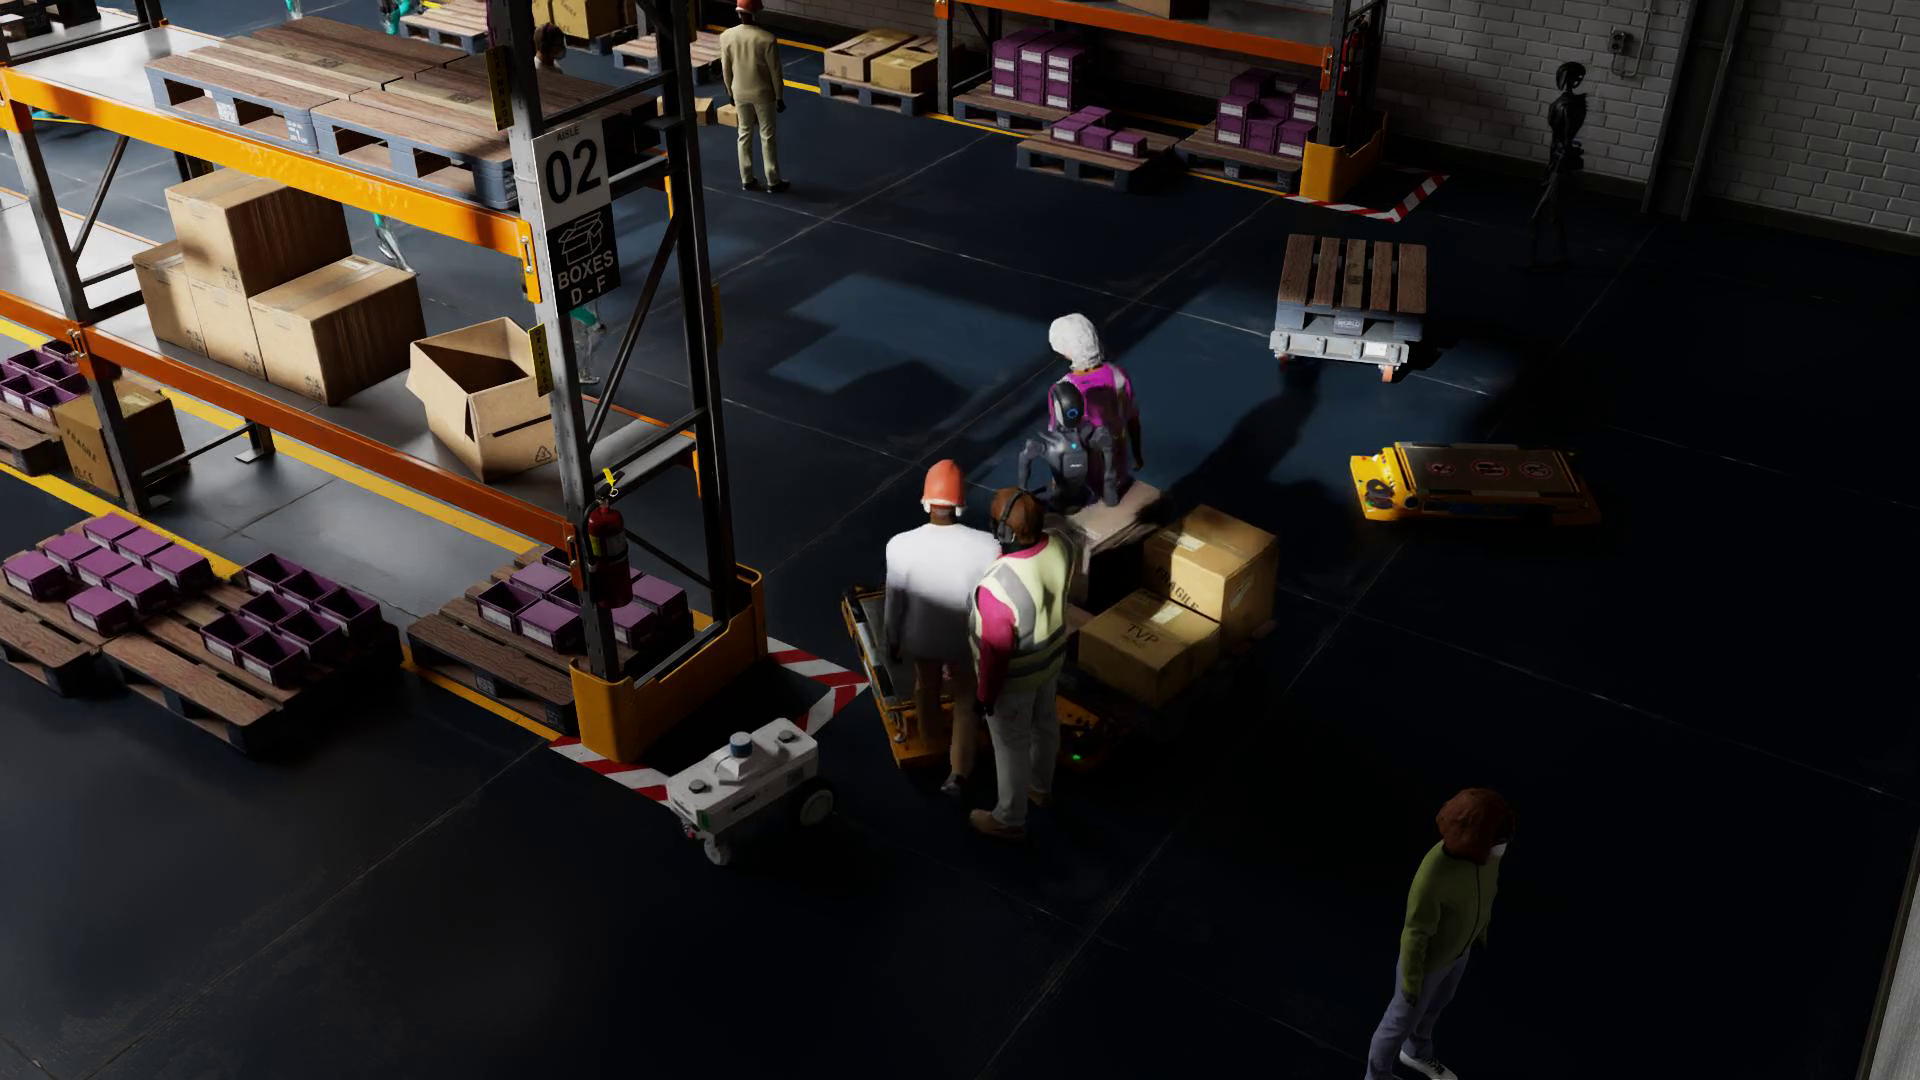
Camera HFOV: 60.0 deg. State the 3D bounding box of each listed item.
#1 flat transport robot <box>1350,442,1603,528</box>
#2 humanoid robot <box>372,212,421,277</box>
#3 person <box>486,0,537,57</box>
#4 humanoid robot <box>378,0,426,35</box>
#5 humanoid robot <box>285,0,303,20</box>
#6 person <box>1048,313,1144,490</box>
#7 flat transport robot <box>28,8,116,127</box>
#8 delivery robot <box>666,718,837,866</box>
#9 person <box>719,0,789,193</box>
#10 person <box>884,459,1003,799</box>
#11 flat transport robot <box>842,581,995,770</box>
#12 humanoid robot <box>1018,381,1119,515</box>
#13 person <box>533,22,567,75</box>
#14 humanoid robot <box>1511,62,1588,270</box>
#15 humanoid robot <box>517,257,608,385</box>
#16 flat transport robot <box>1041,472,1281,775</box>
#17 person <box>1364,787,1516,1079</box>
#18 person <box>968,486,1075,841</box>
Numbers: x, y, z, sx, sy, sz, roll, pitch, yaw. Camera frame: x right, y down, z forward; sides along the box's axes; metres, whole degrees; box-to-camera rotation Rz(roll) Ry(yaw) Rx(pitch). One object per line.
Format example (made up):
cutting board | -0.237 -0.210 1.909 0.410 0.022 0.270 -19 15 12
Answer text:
flat transport robot | 3.218 -0.350 10.411 1.431 0.231 0.659 2 33 2
humanoid robot | -4.558 -2.879 12.969 0.534 1.737 1.043 -25 41 -33
person | -4.029 -4.369 15.055 0.488 1.943 0.433 14 36 21
humanoid robot | -5.918 -5.618 17.197 1.005 1.781 0.531 27 42 35
humanoid robot | -7.295 -6.240 18.115 0.996 1.732 0.548 28 42 36
person | 0.779 -0.355 9.011 0.609 1.812 0.837 -12 35 -17
flat transport robot | -8.863 -4.327 16.523 1.431 0.231 0.659 6 34 9
delivery robot | -0.996 1.151 7.845 0.770 0.598 0.515 -27 42 -35
person | -1.783 -3.911 14.521 0.562 1.752 0.325 11 35 16
person | -0.065 0.459 7.831 0.593 1.723 0.625 2 33 3
flat transport robot | -0.171 0.660 8.858 0.659 0.231 1.431 -8 34 -13
humanoid robot | 0.580 -0.050 8.657 0.589 1.656 0.419 -11 35 -17
person | -3.211 -3.127 13.171 0.386 1.925 0.621 0 33 0
humanoid robot | 4.729 -2.927 13.092 0.518 1.633 0.595 6 34 9
humanoid robot | -2.666 -1.780 11.283 0.837 1.801 0.545 9 34 14
flat transport robot | 0.847 0.695 8.804 0.659 0.231 1.431 27 42 35
person | 1.813 1.550 6.248 0.496 1.627 0.286 -25 41 -33
person | 0.251 0.568 7.559 0.431 1.844 0.622 21 38 28
